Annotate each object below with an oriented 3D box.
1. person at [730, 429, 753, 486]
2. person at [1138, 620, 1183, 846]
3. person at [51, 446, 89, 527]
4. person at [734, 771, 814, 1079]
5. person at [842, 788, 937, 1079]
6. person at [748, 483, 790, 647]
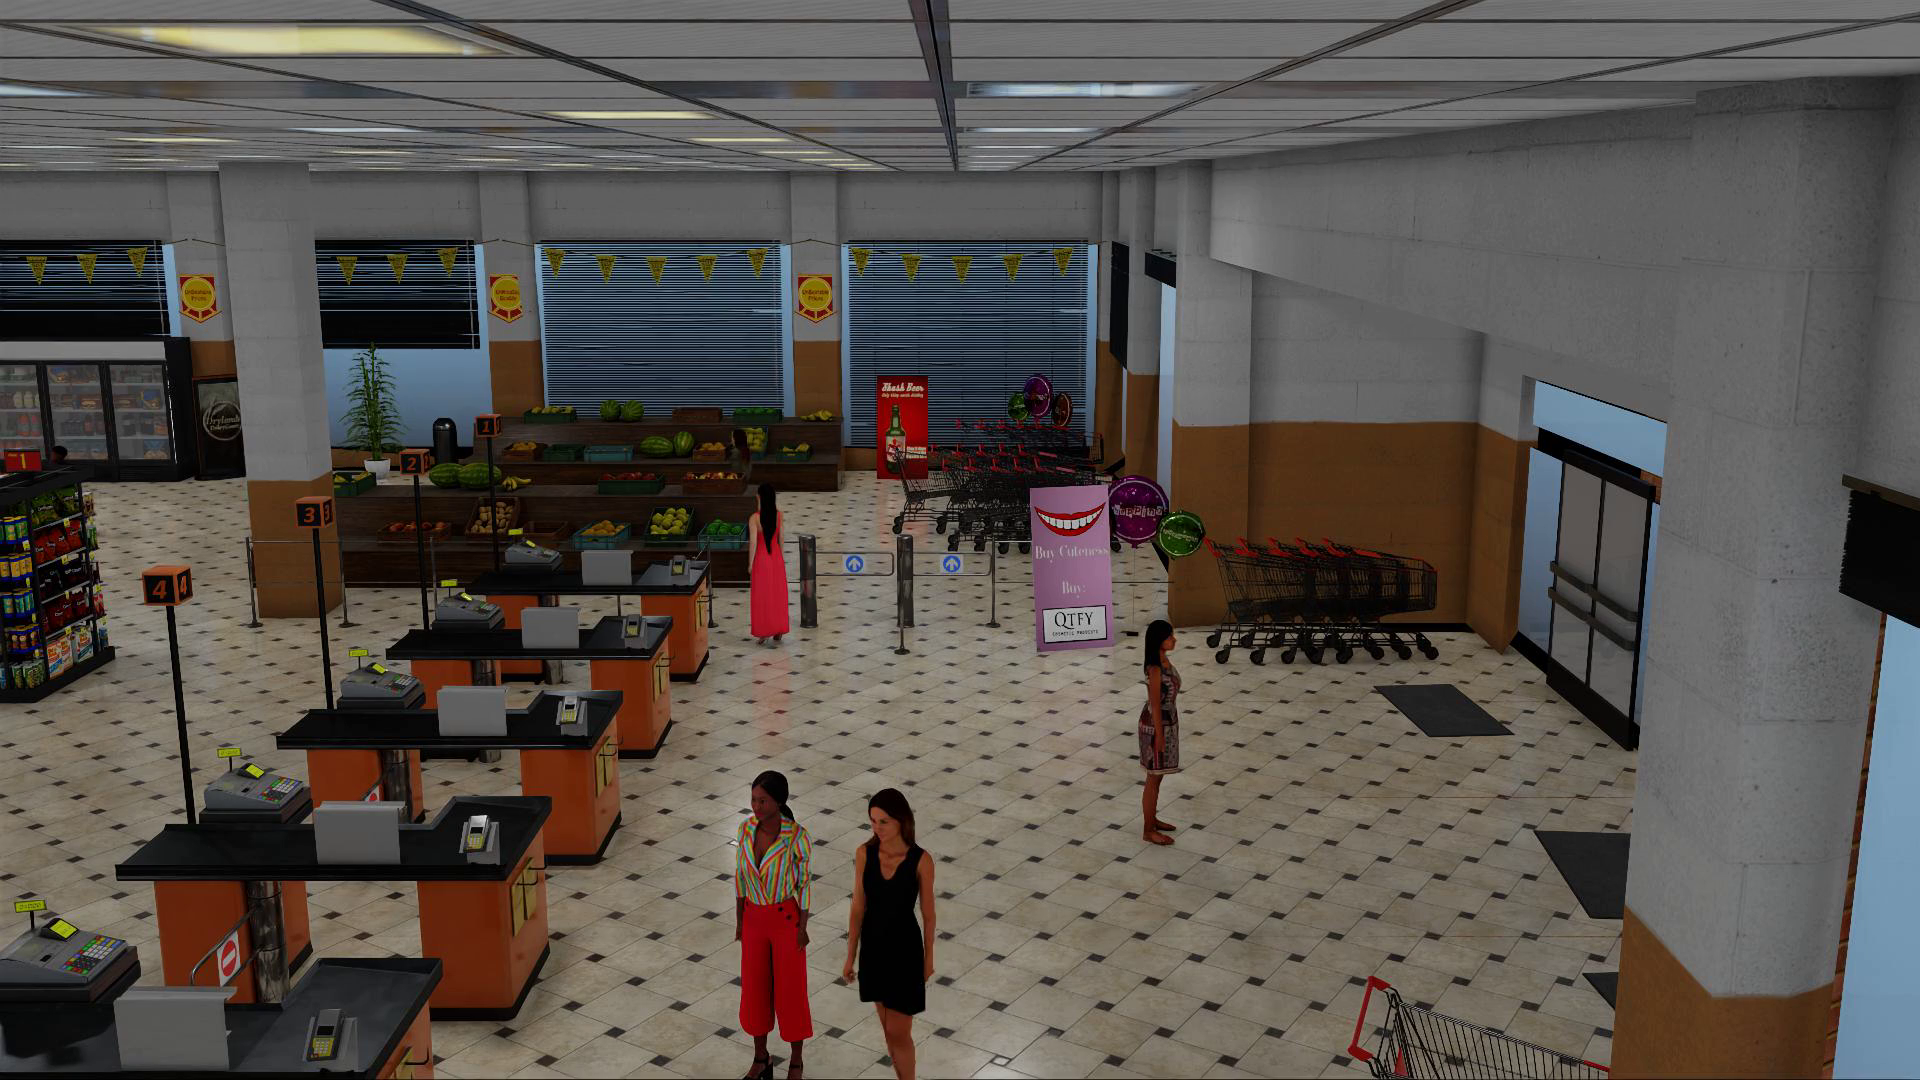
[{"bbox_3d":[-2.989,-0.802,23.010,0.731,1.471,0.685,3,12,15],"label":"person"},{"bbox_3d":[1.450,1.384,12.206,0.600,1.645,0.692,2,12,12],"label":"person"},{"bbox_3d":[-12.252,-0.671,22.898,0.673,1.262,0.536,-1,12,-3],"label":"person"},{"bbox_3d":[-0.969,2.053,8.675,0.578,1.792,0.723,4,12,18],"label":"person"},{"bbox_3d":[-0.300,2.098,8.394,0.670,1.819,0.731,4,13,20],"label":"person"},{"bbox_3d":[-2.011,0.249,17.399,0.696,1.727,0.773,-9,15,-38],"label":"person"}]
